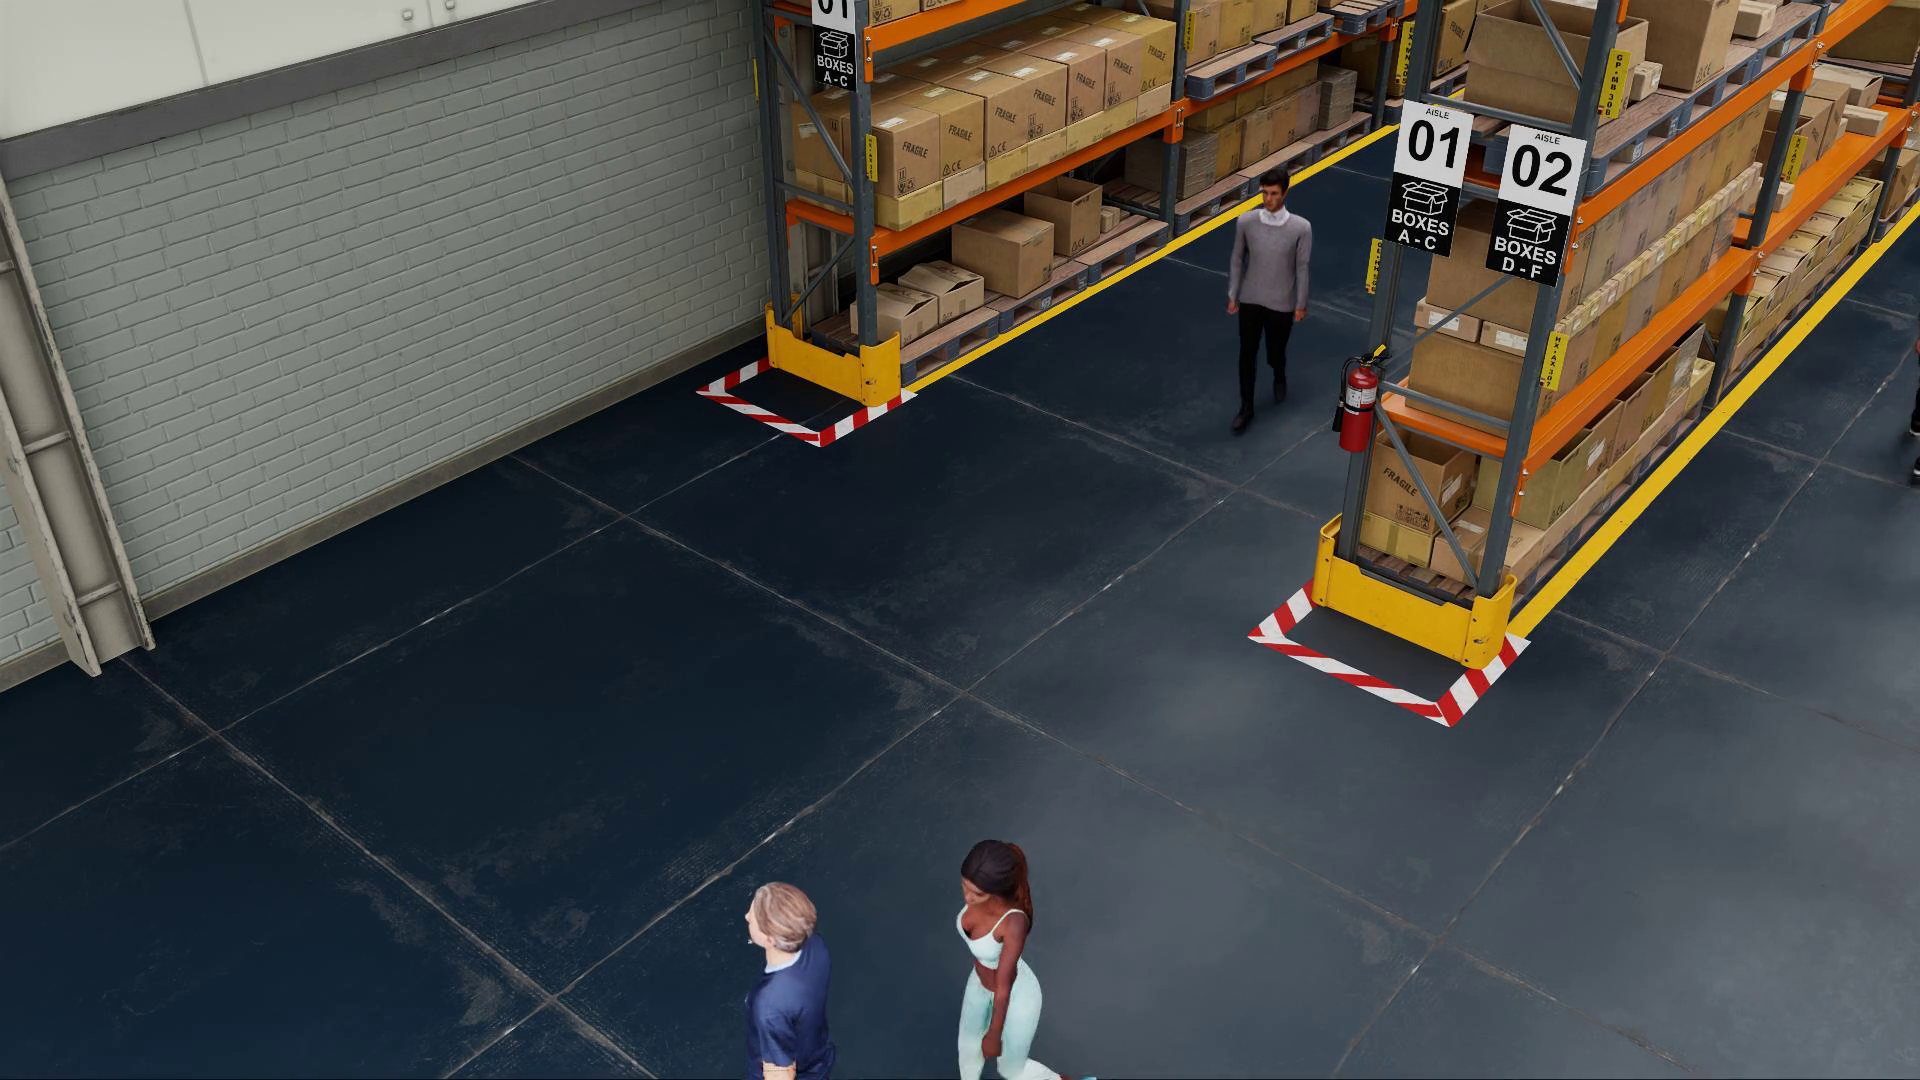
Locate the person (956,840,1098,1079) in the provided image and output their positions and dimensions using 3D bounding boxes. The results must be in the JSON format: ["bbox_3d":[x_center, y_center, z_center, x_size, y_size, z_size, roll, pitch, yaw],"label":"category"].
[{"bbox_3d":[0.248,1.831,6.667,0.994,1.701,0.798,-13,35,-19],"label":"person"}]

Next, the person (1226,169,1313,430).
[{"bbox_3d":[2.247,-1.764,12.008,0.911,1.905,1.086,14,36,21],"label":"person"}]

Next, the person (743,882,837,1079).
[{"bbox_3d":[-0.557,2.019,6.237,0.836,1.855,0.743,11,35,16],"label":"person"}]
